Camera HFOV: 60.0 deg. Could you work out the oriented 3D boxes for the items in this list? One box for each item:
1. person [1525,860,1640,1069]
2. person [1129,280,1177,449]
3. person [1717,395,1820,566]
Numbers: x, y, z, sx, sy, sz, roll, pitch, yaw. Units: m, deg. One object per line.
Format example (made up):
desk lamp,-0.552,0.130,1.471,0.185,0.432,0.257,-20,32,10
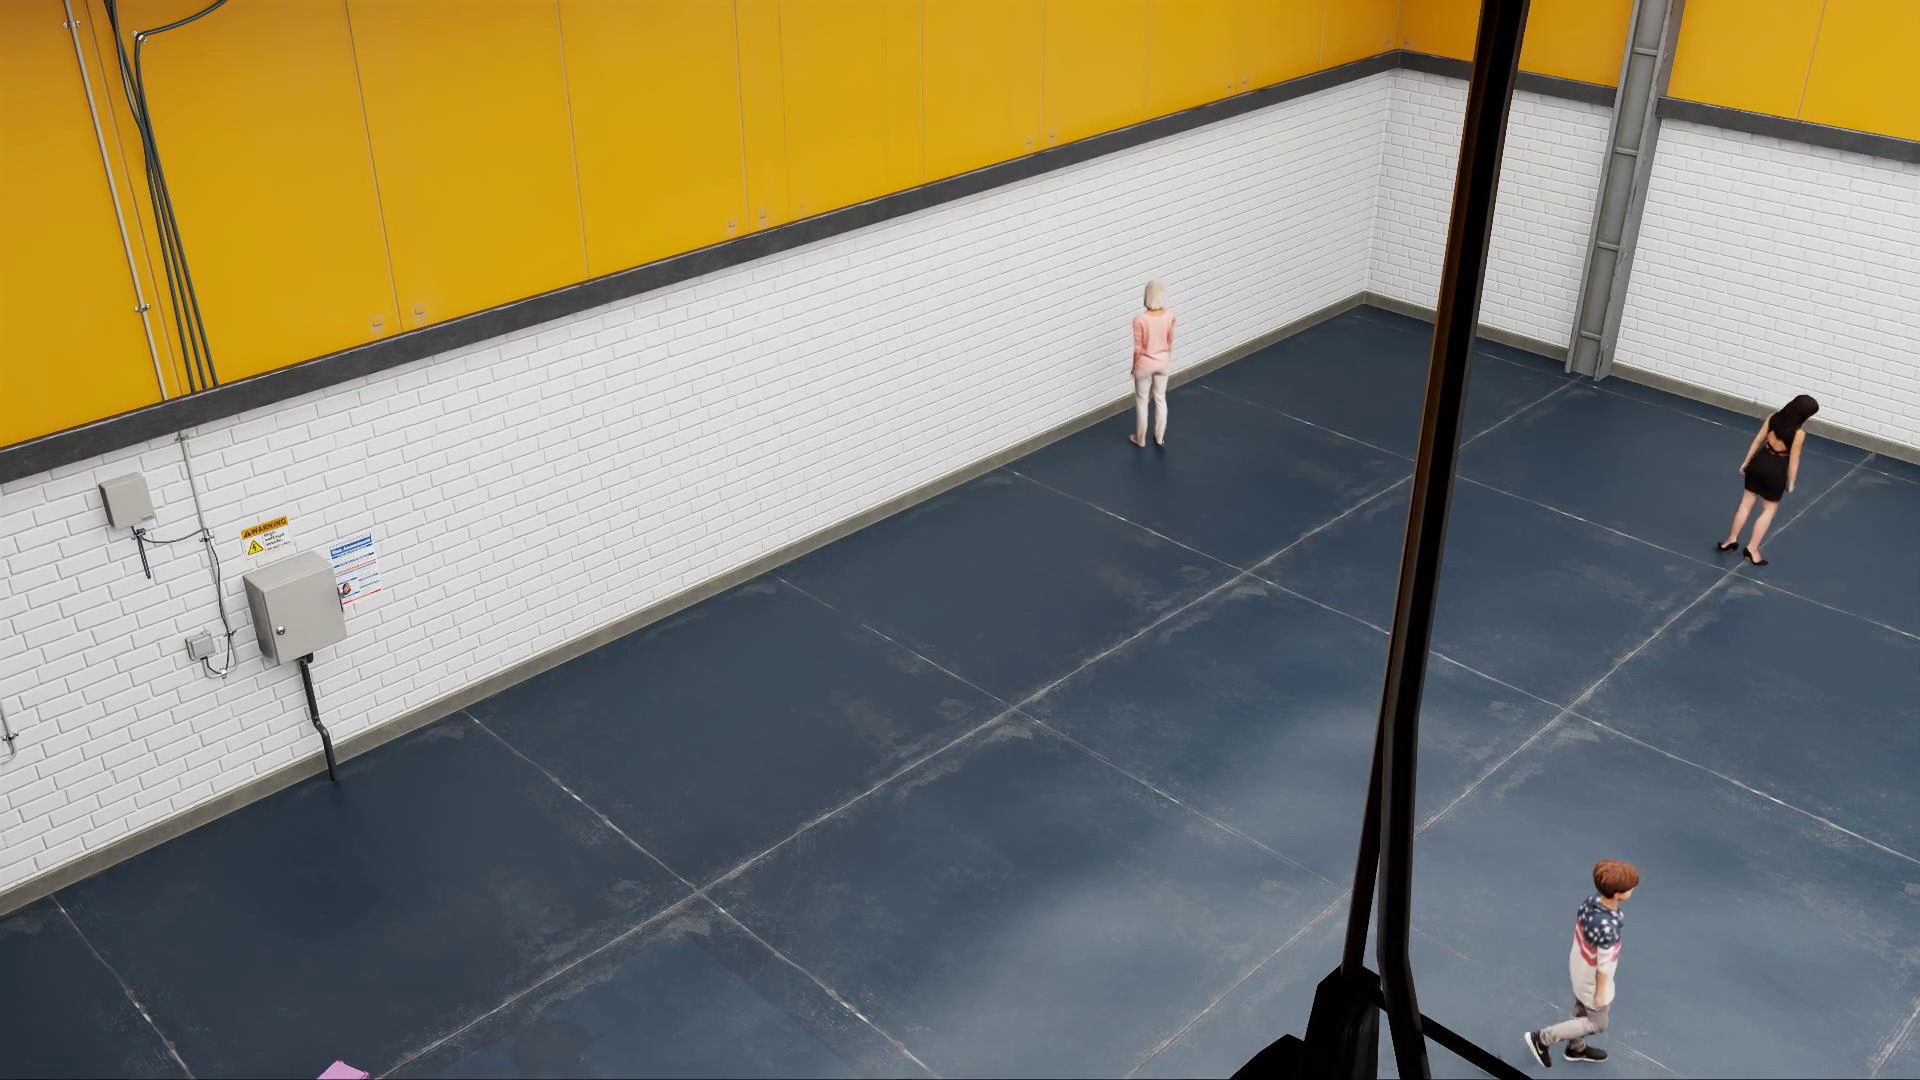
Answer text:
person,3.443,2.374,9.205,0.838,1.432,0.763,2,29,4
person,1.901,-1.747,16.452,0.678,1.725,0.675,-9,30,-16
person,6.930,-0.569,14.403,0.793,1.620,0.564,-23,36,-36
